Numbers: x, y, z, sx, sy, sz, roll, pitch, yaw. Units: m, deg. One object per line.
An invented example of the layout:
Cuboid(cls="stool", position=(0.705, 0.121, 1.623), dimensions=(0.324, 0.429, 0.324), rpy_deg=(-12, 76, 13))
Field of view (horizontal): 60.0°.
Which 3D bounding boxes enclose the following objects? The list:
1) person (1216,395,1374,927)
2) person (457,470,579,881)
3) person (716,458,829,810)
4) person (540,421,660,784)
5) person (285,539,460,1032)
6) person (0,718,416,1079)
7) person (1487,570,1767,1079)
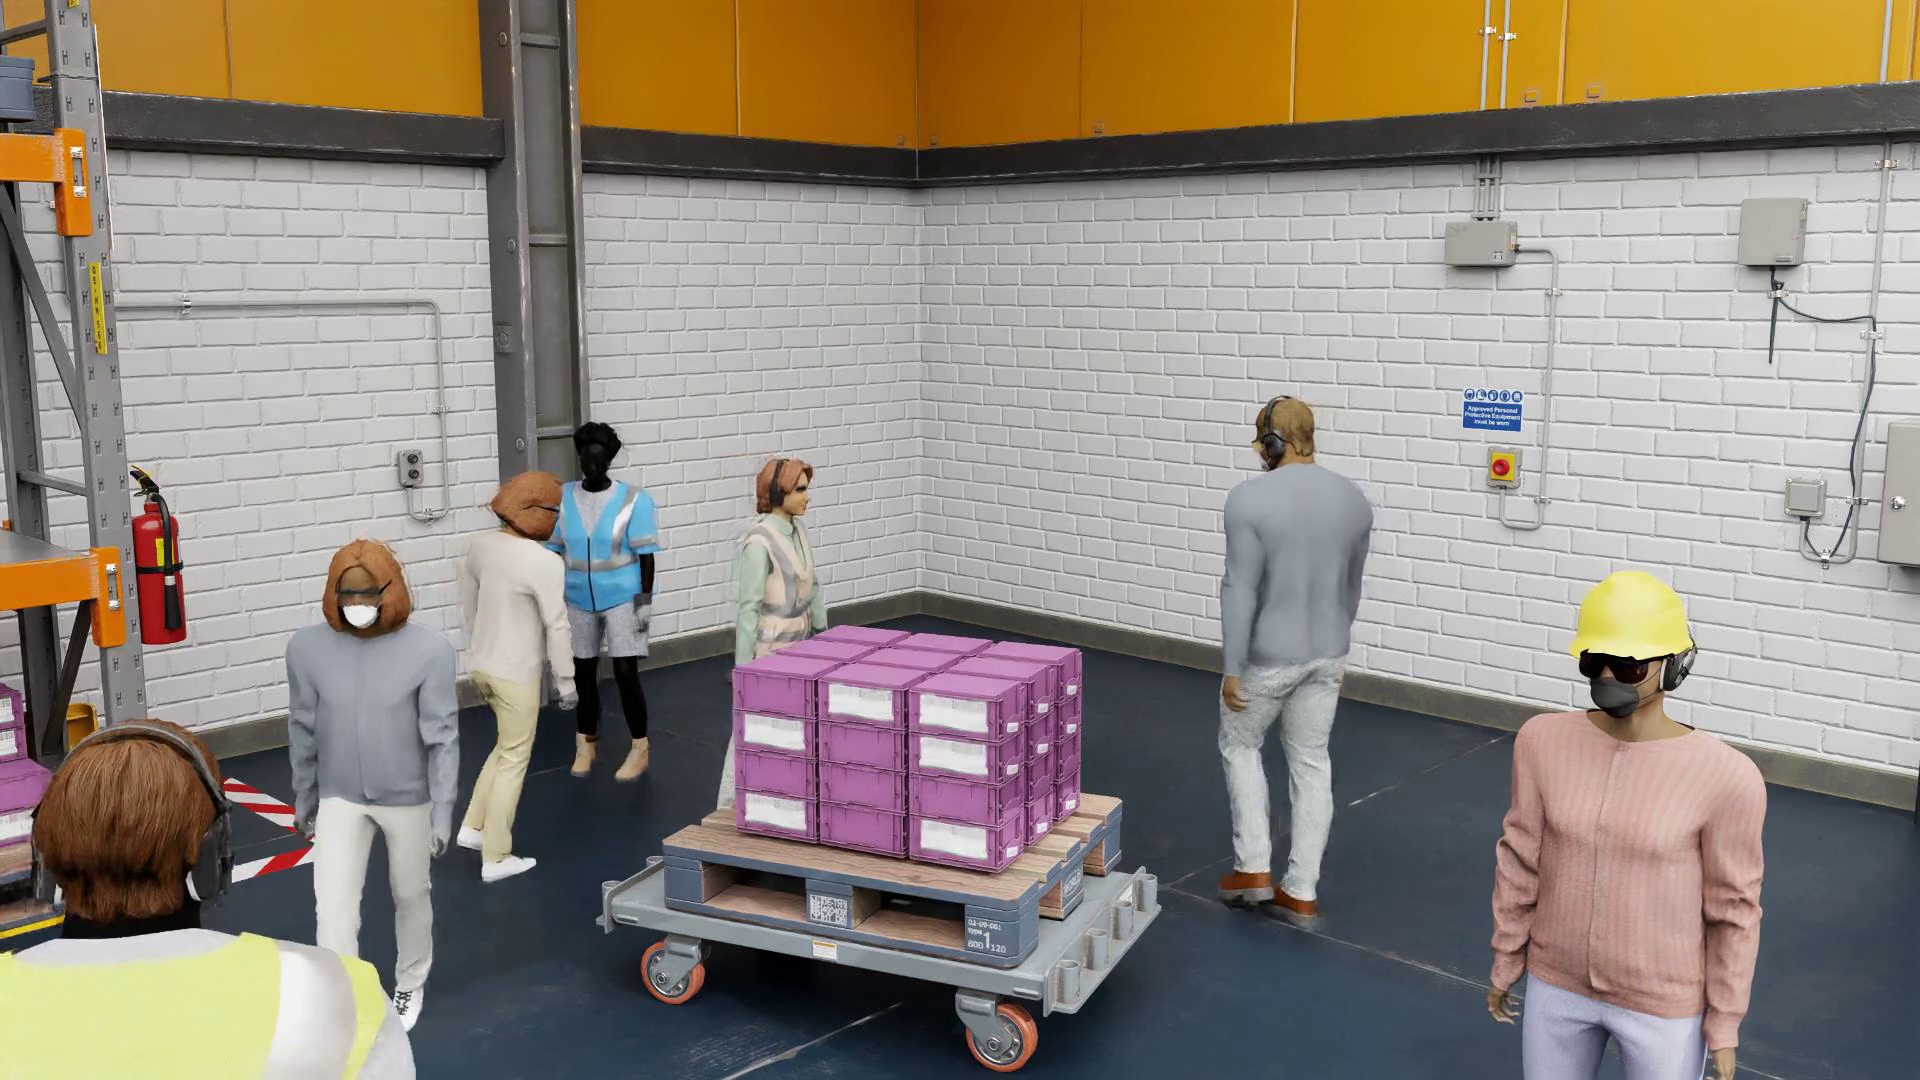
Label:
Cuboid(cls="person", position=(1.195, 0.436, 6.065), dimensions=(0.649, 1.902, 0.557), rpy_deg=(-4, 10, -21))
Cuboid(cls="person", position=(-1.710, 0.529, 6.418), dimensions=(0.528, 1.604, 0.393), rpy_deg=(8, 12, 39))
Cuboid(cls="person", position=(-0.668, 0.469, 6.770), dimensions=(0.825, 1.599, 0.526), rpy_deg=(2, 9, 10))
Cuboid(cls="person", position=(-1.656, 0.280, 7.670), dimensions=(0.576, 1.686, 0.350), rpy_deg=(2, 9, 11))
Cuboid(cls="person", position=(-1.717, 0.787, 4.850), dimensions=(0.515, 1.581, 0.874), rpy_deg=(-1, 9, -6))
Cuboid(cls="person", position=(-1.024, 1.106, 2.226), dimensions=(0.664, 1.810, 0.844), rpy_deg=(-3, 10, -16))
Cuboid(cls="person", position=(1.342, 0.933, 3.430), dimensions=(0.533, 1.768, 0.310), rpy_deg=(8, 12, 41))
